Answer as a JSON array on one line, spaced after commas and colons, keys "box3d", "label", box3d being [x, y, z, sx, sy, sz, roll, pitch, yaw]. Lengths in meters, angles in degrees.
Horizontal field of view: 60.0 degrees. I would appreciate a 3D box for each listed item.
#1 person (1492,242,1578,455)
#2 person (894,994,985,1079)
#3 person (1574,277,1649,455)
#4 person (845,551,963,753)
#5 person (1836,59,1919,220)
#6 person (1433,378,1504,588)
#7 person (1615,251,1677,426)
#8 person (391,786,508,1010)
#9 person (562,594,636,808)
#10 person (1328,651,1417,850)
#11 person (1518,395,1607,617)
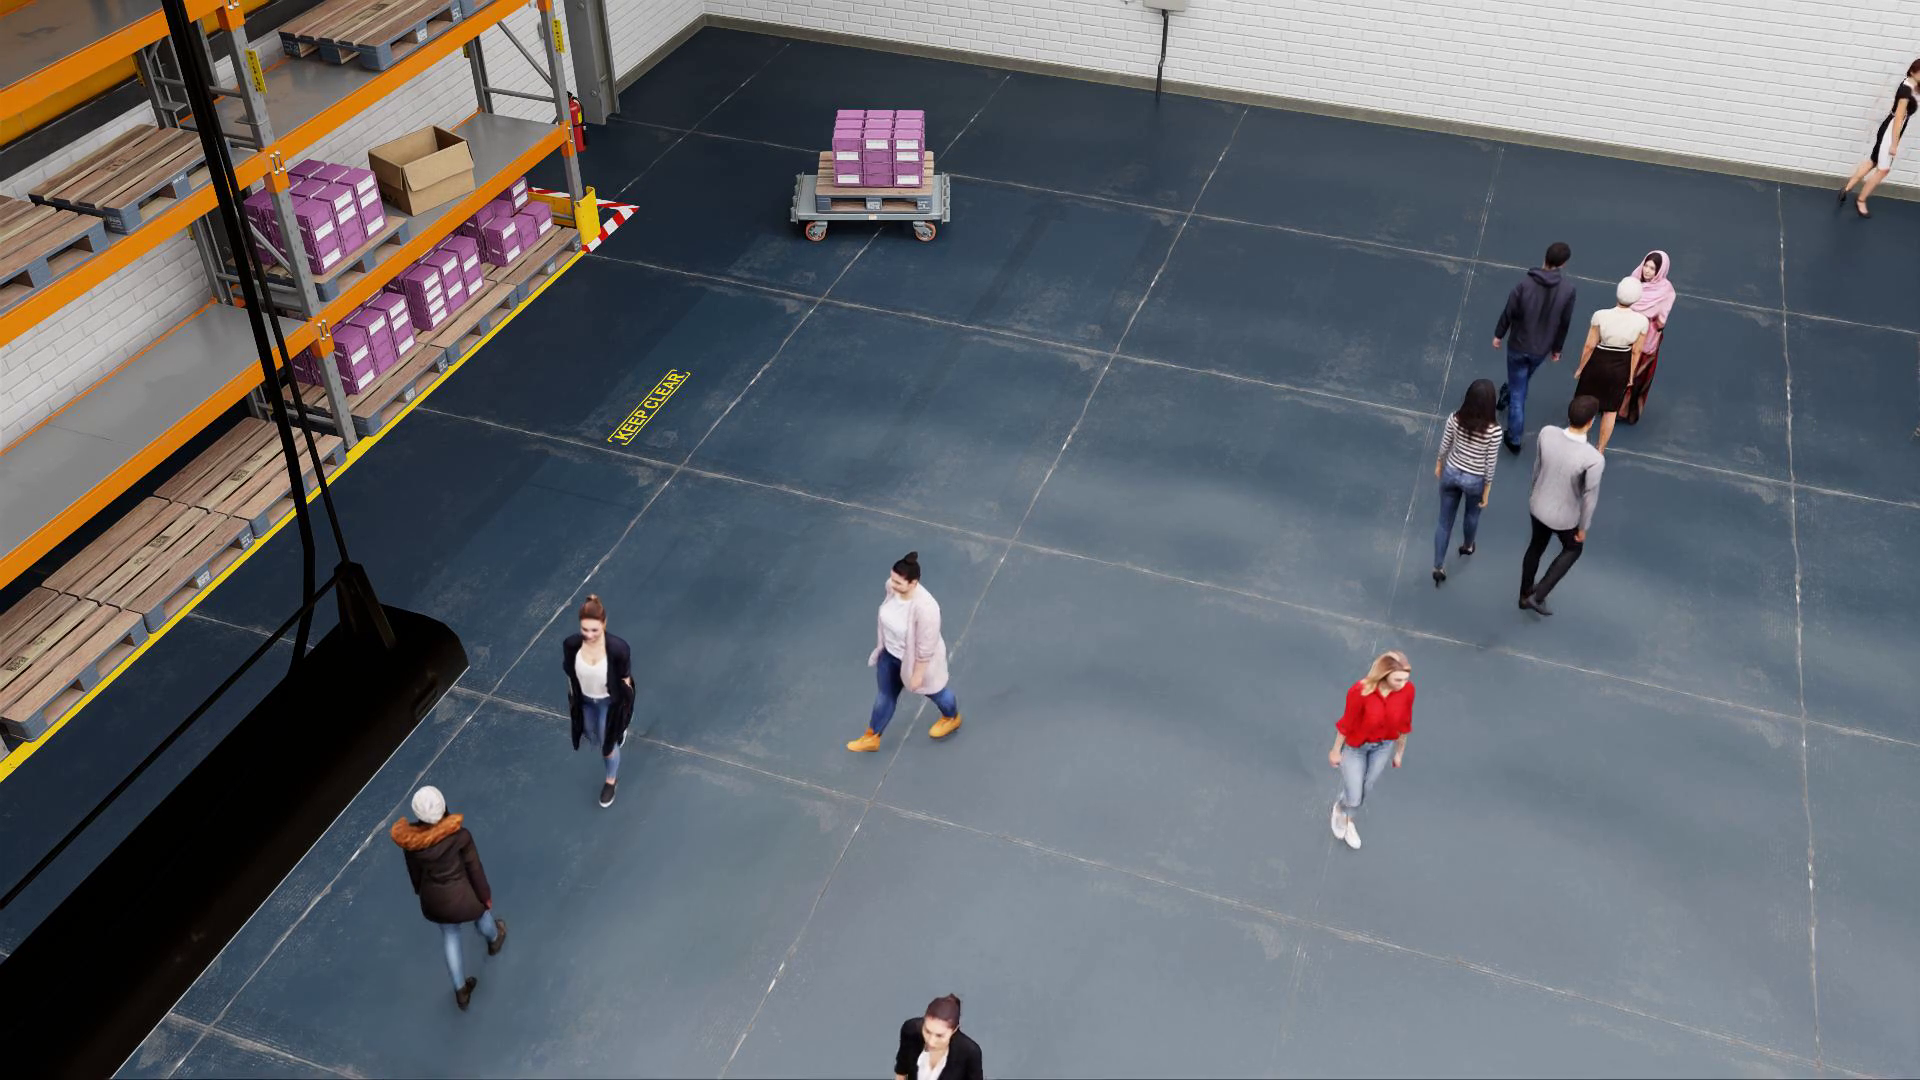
[{"box3d": [4.783, -1.545, 13.937, 0.922, 1.826, 1.209, 1, 39, 2], "label": "person"}, {"box3d": [-0.078, 2.834, 8.618, 0.699, 1.621, 1.105, 19, 43, 23], "label": "person"}, {"box3d": [5.357, -1.383, 13.791, 0.635, 1.755, 0.530, 10, 40, 12], "label": "person"}, {"box3d": [-0.235, 0.742, 11.180, 1.219, 1.692, 1.070, -24, 45, -27], "label": "person"}, {"box3d": [9.639, -4.192, 17.300, 0.788, 1.766, 0.617, 10, 40, 12], "label": "person"}, {"box3d": [3.749, -0.380, 12.521, 0.748, 1.773, 0.930, 23, 44, 26], "label": "person"}, {"box3d": [5.856, -1.778, 14.383, 0.748, 1.633, 0.754, -31, 48, -33], "label": "person"}, {"box3d": [-2.945, 2.070, 9.582, 0.822, 1.612, 0.992, 0, 39, 0], "label": "person"}, {"box3d": [-2.312, 0.985, 10.901, 0.719, 1.663, 0.901, 8, 39, 10], "label": "person"}, {"box3d": [2.549, 1.255, 10.536, 0.730, 1.694, 0.748, -6, 39, -8], "label": "person"}, {"box3d": [4.323, -0.206, 12.194, 0.901, 1.910, 0.884, -26, 45, -29], "label": "person"}]
